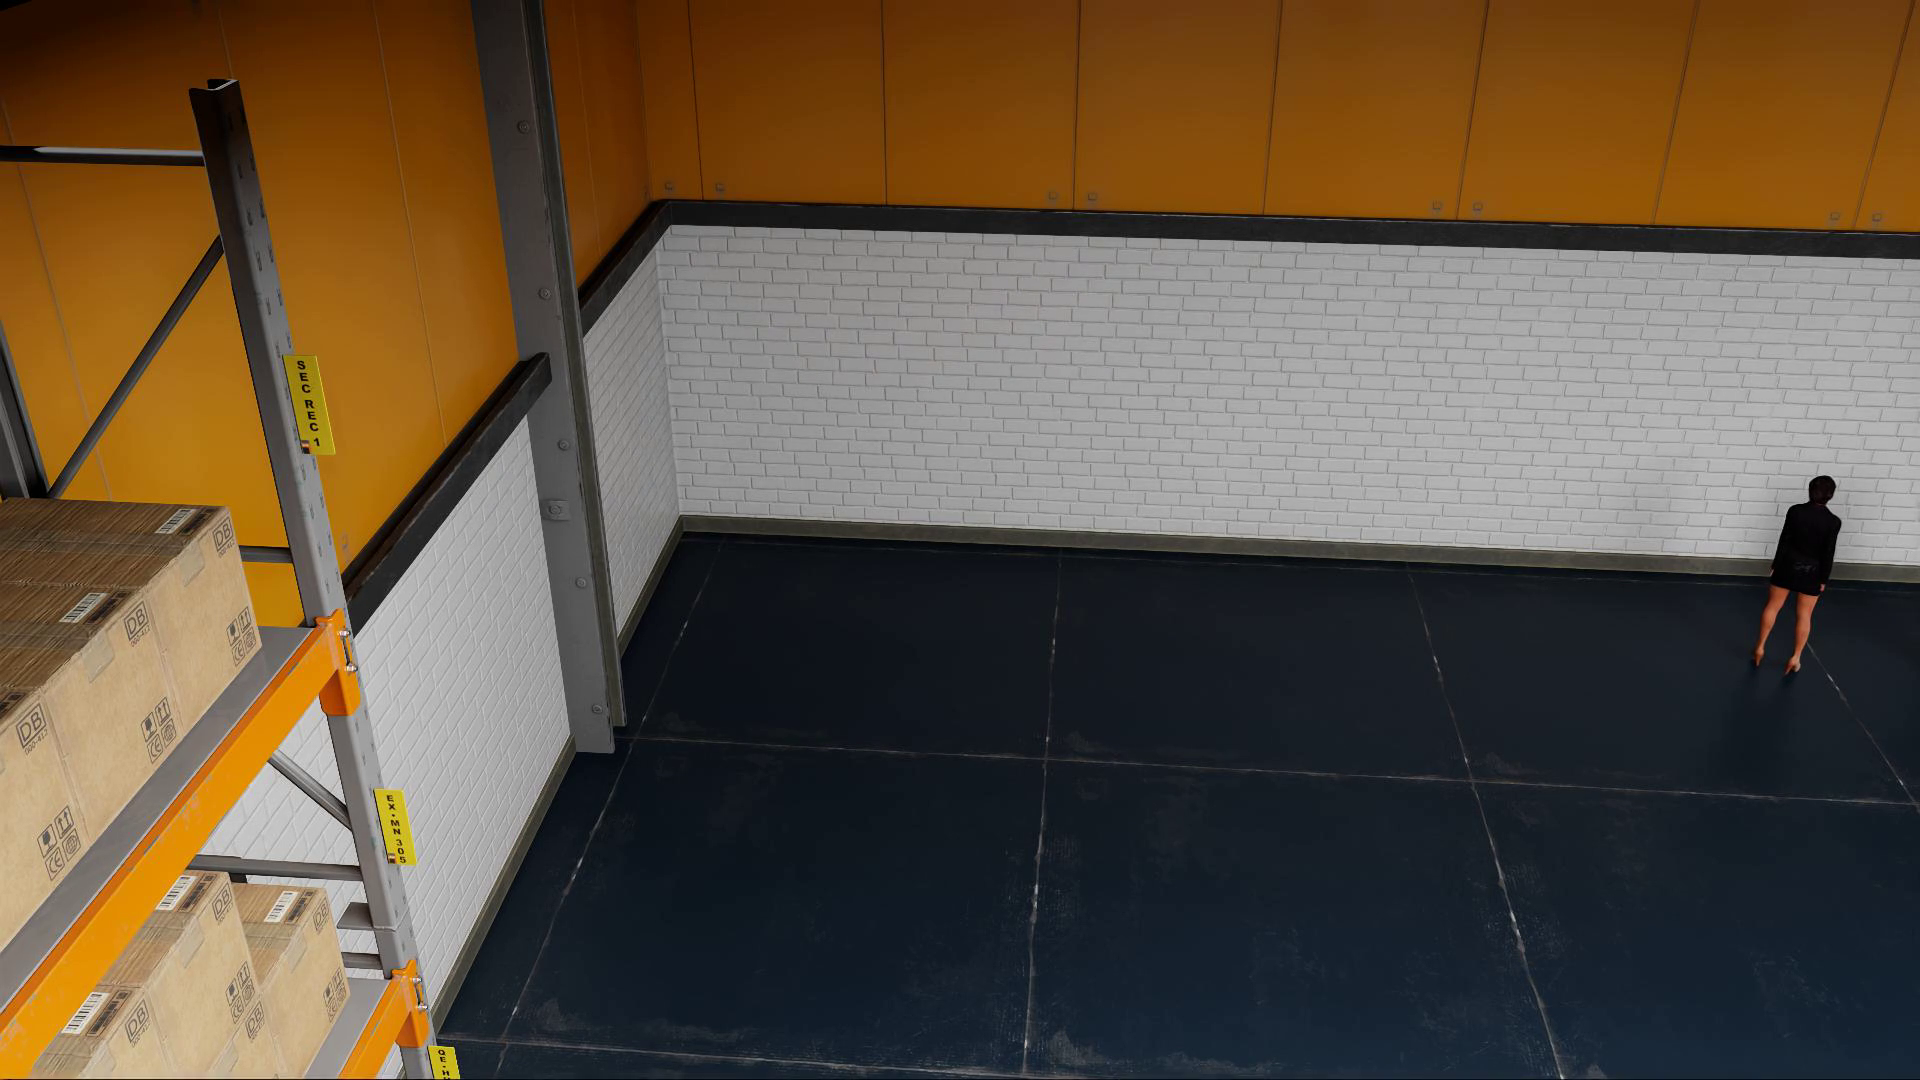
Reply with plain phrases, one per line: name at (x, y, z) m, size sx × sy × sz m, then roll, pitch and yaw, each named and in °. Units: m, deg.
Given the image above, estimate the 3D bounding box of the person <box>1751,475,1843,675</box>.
person at (6.365, 0.263, 12.610) m, size 0.677 × 1.636 × 0.728 m, roll 19°, pitch 34°, yaw 31°
